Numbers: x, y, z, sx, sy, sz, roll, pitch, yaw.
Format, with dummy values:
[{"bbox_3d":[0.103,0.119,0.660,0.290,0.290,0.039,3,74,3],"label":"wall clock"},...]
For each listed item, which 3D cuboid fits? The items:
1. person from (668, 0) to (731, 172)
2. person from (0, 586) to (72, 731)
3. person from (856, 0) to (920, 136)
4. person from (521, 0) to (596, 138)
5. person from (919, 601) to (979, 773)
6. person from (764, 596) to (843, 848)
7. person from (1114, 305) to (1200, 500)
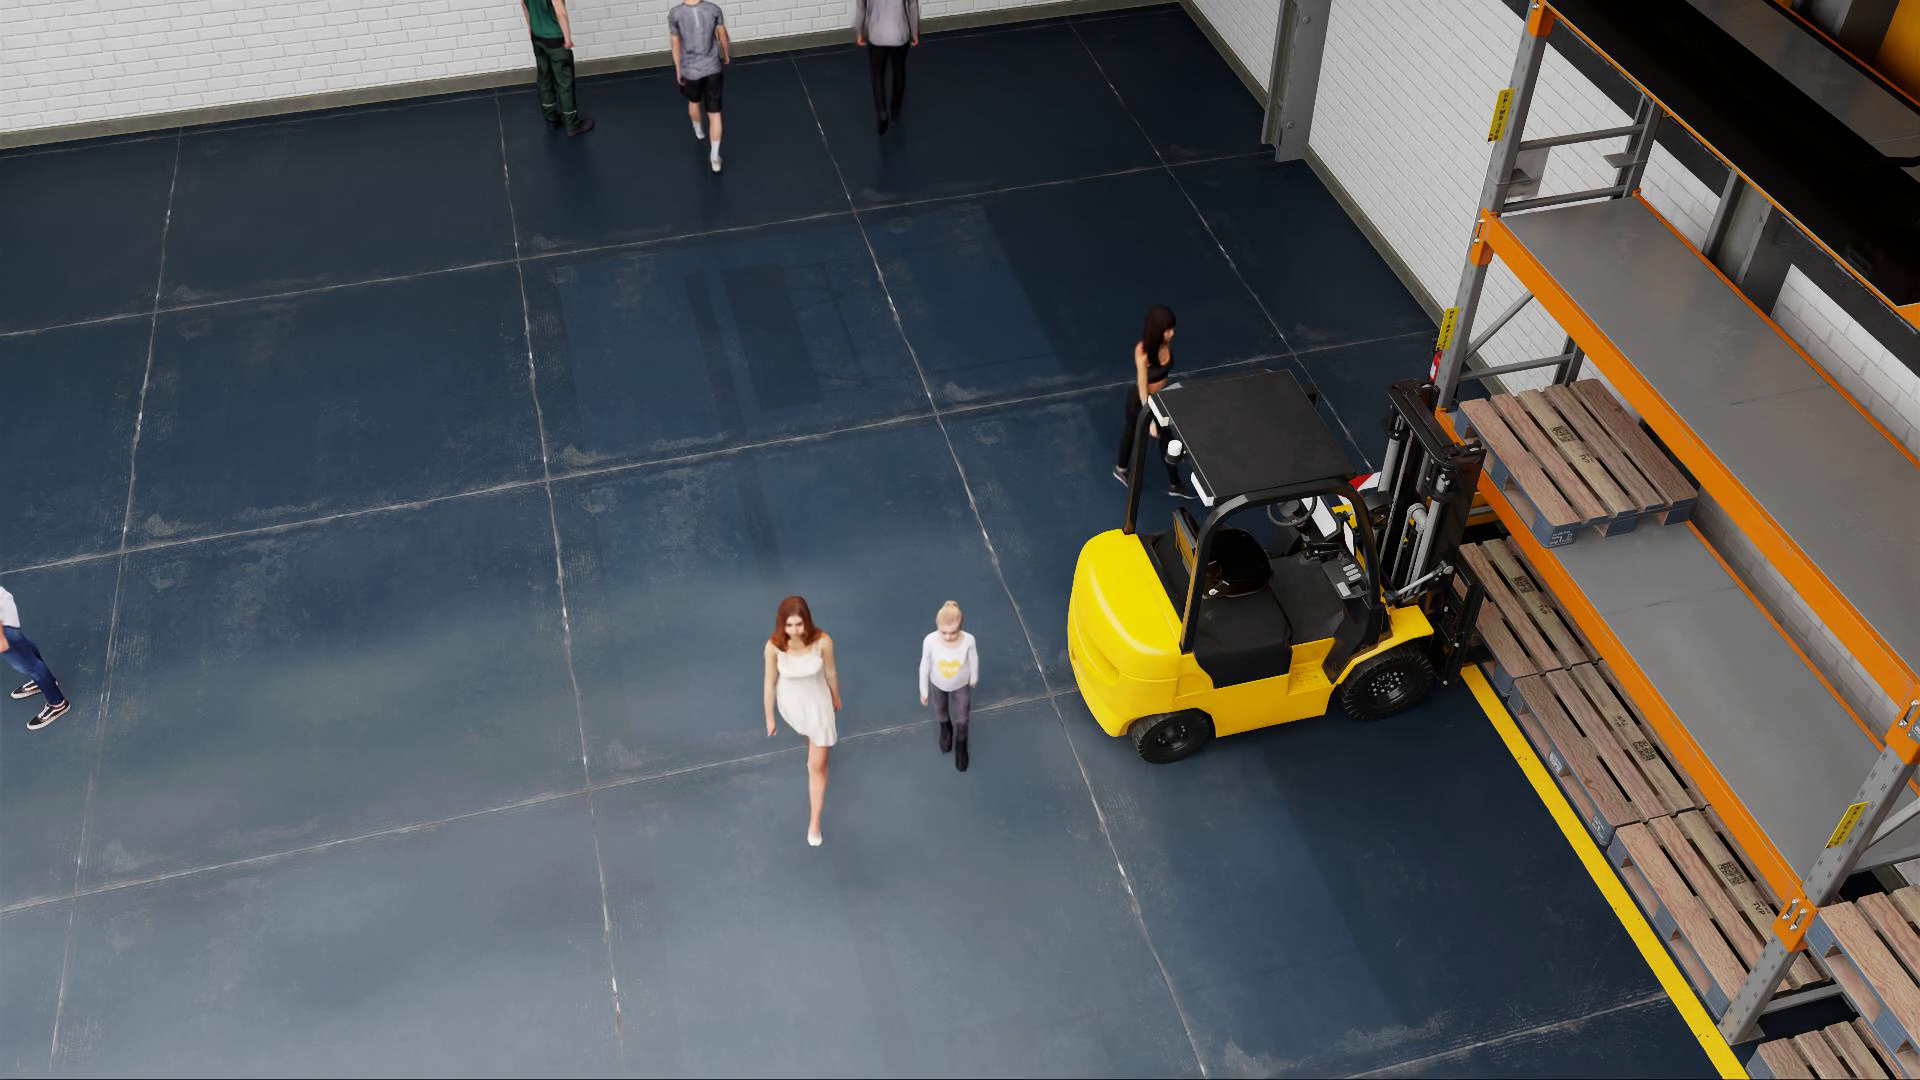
[{"bbox_3d":[-2.323,-4.211,15.025,0.758,1.844,1.134,-6,44,-6],"label":"person"},{"bbox_3d":[-5.942,0.436,10.242,0.787,1.713,0.679,-28,50,-26],"label":"person"},{"bbox_3d":[-0.663,-4.688,15.480,0.872,1.907,1.099,-2,44,-2],"label":"person"},{"bbox_3d":[-3.823,-4.701,15.500,0.737,1.899,0.813,24,49,23],"label":"person"},{"bbox_3d":[-0.059,0.808,10.174,0.595,1.268,0.685,4,44,4],"label":"person"},{"bbox_3d":[-0.913,0.894,9.799,0.819,1.661,1.201,1,44,1],"label":"person"},{"bbox_3d":[1.275,-1.001,11.819,0.995,1.618,0.834,33,53,30],"label":"person"}]
